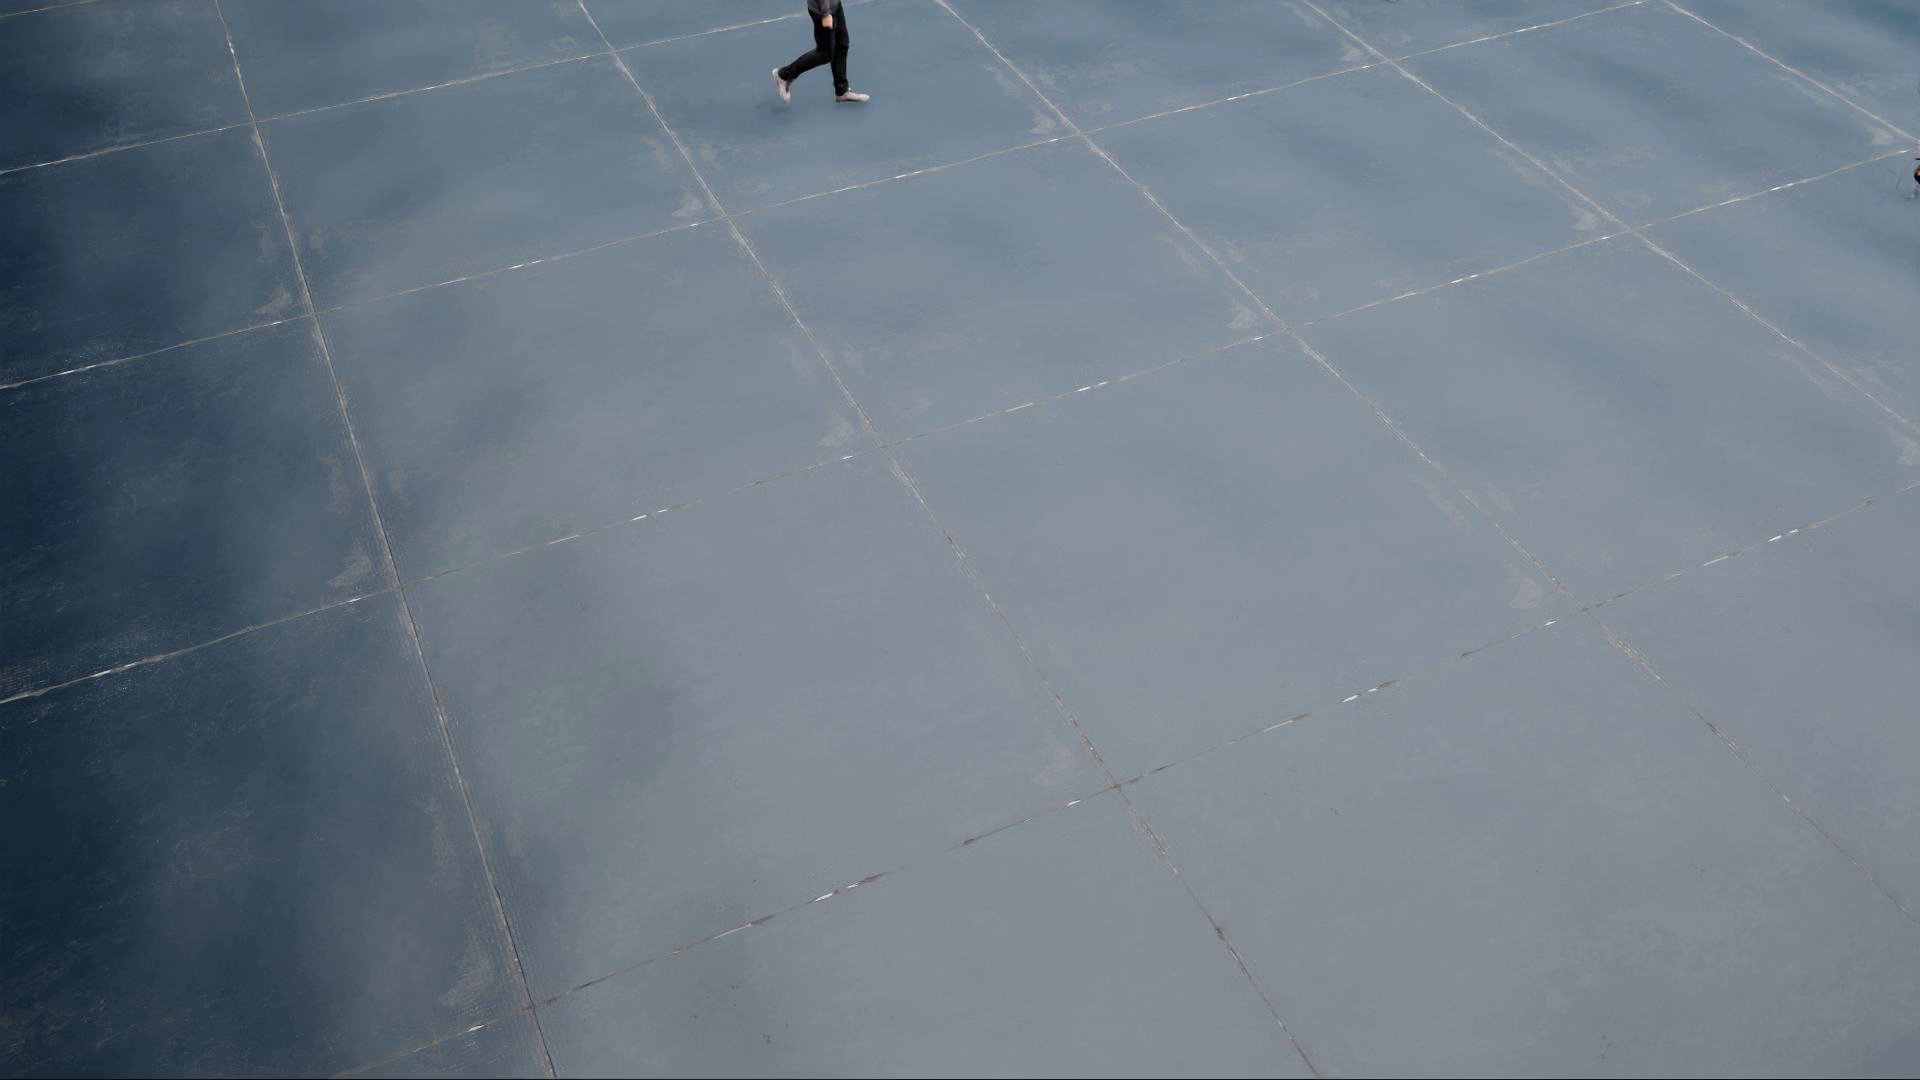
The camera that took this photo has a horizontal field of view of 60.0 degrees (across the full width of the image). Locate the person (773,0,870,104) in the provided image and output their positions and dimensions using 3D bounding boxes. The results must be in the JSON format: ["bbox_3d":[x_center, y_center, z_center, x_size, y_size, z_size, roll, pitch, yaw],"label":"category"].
[{"bbox_3d":[-1.149,-4.223,13.110,0.976,1.743,1.031,2,42,2],"label":"person"}]
